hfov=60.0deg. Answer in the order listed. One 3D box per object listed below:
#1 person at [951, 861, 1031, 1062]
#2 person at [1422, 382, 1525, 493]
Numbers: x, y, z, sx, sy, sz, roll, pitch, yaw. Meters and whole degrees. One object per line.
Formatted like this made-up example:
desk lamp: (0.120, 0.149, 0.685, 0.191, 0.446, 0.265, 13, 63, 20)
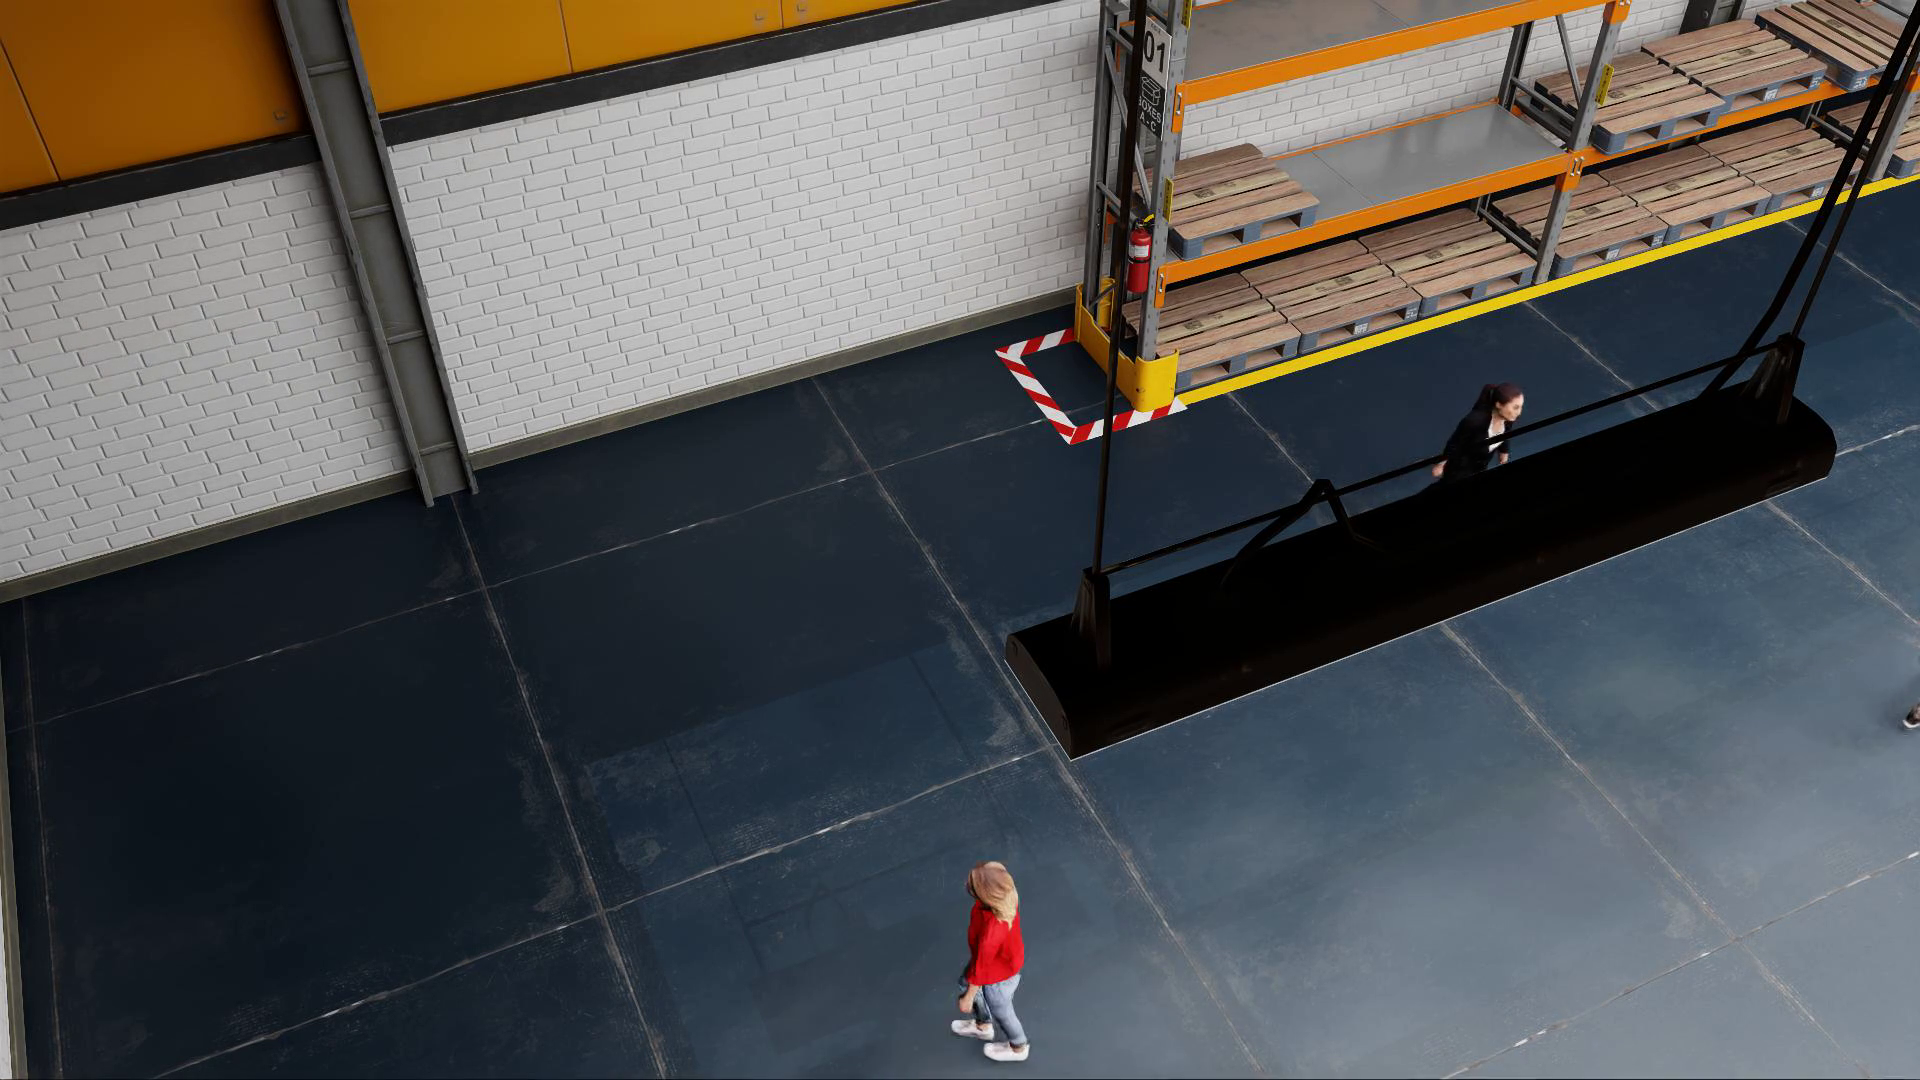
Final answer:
person: (0.271, 2.240, 8.666, 0.829, 1.688, 0.777, 4, 44, 4)
person: (3.454, -0.523, 11.640, 1.086, 1.585, 0.784, -22, 48, -21)
